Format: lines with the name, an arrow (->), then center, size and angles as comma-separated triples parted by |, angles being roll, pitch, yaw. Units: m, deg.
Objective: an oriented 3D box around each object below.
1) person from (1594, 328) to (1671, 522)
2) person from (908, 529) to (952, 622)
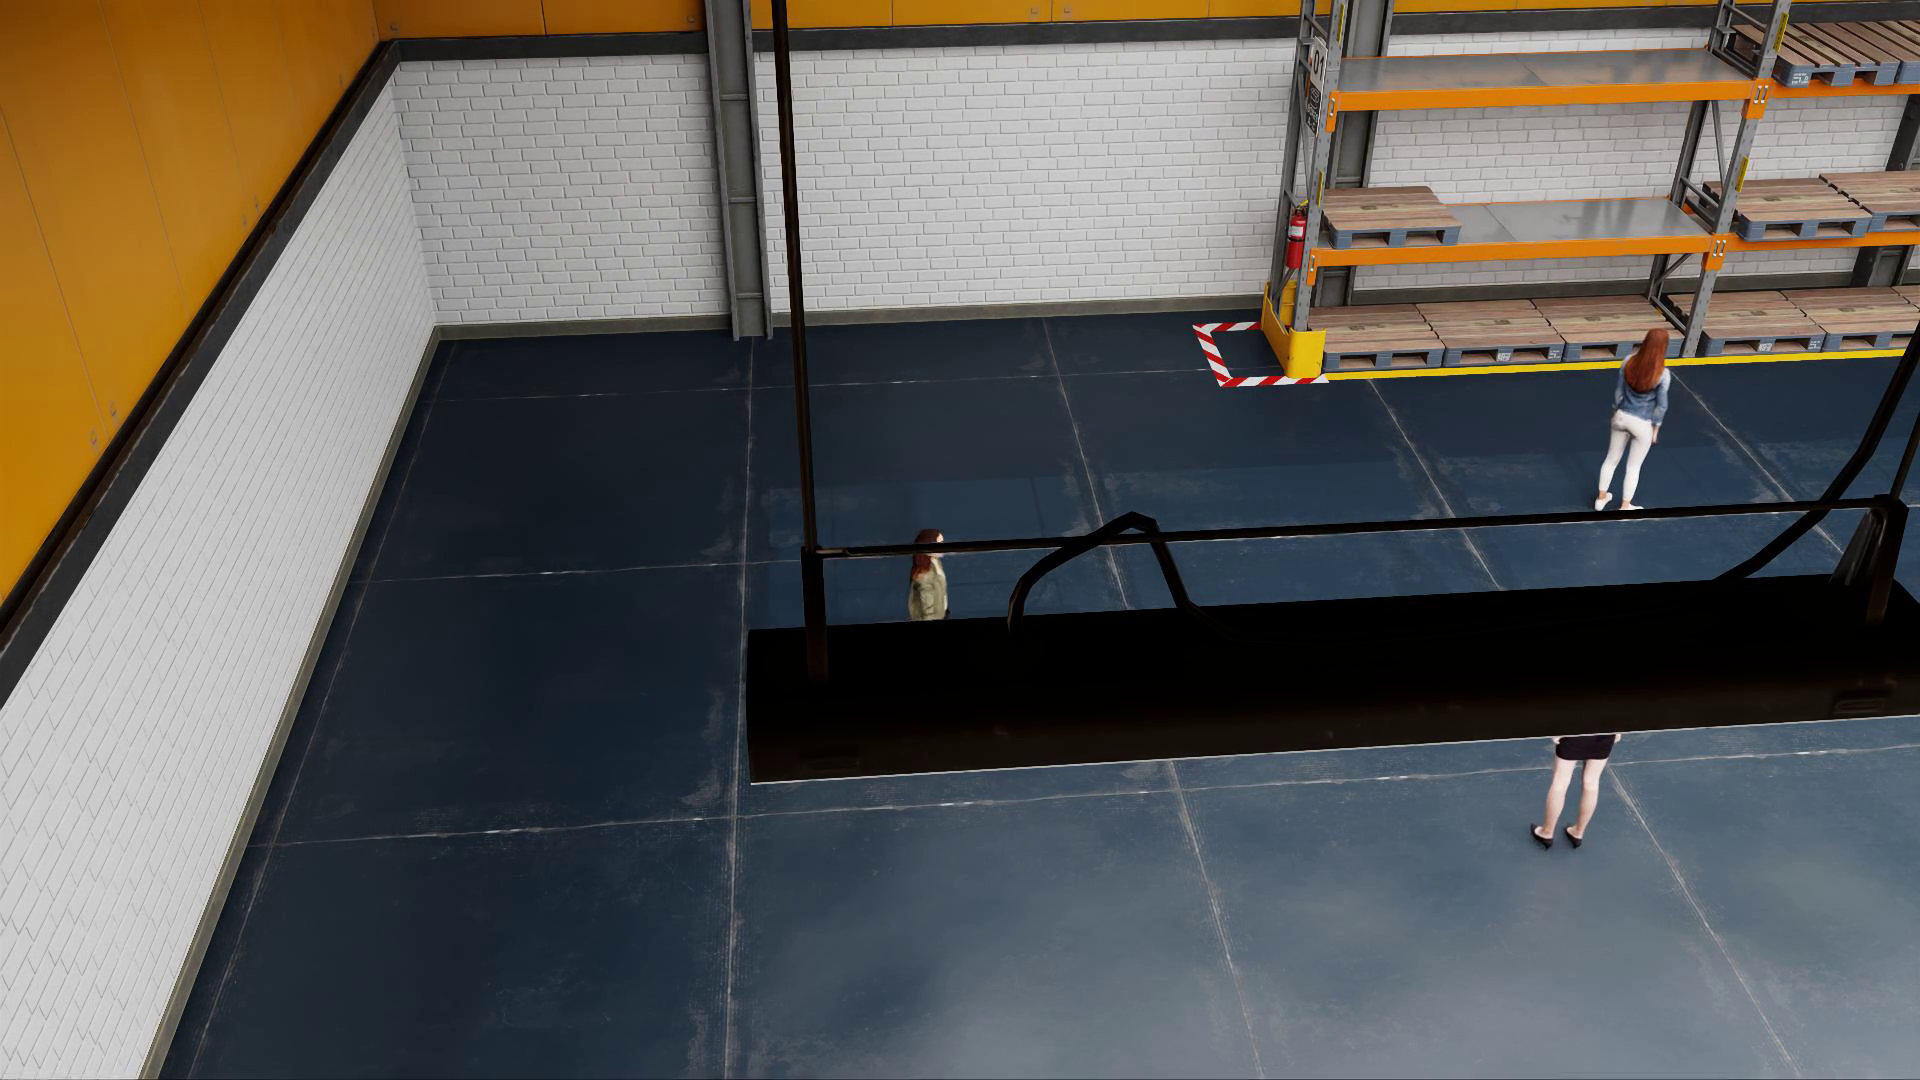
person -> 5.566, -0.964, 13.748 | 0.699, 1.702, 0.685 | -24, 40, -31
person -> -0.273, 0.569, 11.665 | 1.021, 1.455, 0.773 | 8, 34, 11
